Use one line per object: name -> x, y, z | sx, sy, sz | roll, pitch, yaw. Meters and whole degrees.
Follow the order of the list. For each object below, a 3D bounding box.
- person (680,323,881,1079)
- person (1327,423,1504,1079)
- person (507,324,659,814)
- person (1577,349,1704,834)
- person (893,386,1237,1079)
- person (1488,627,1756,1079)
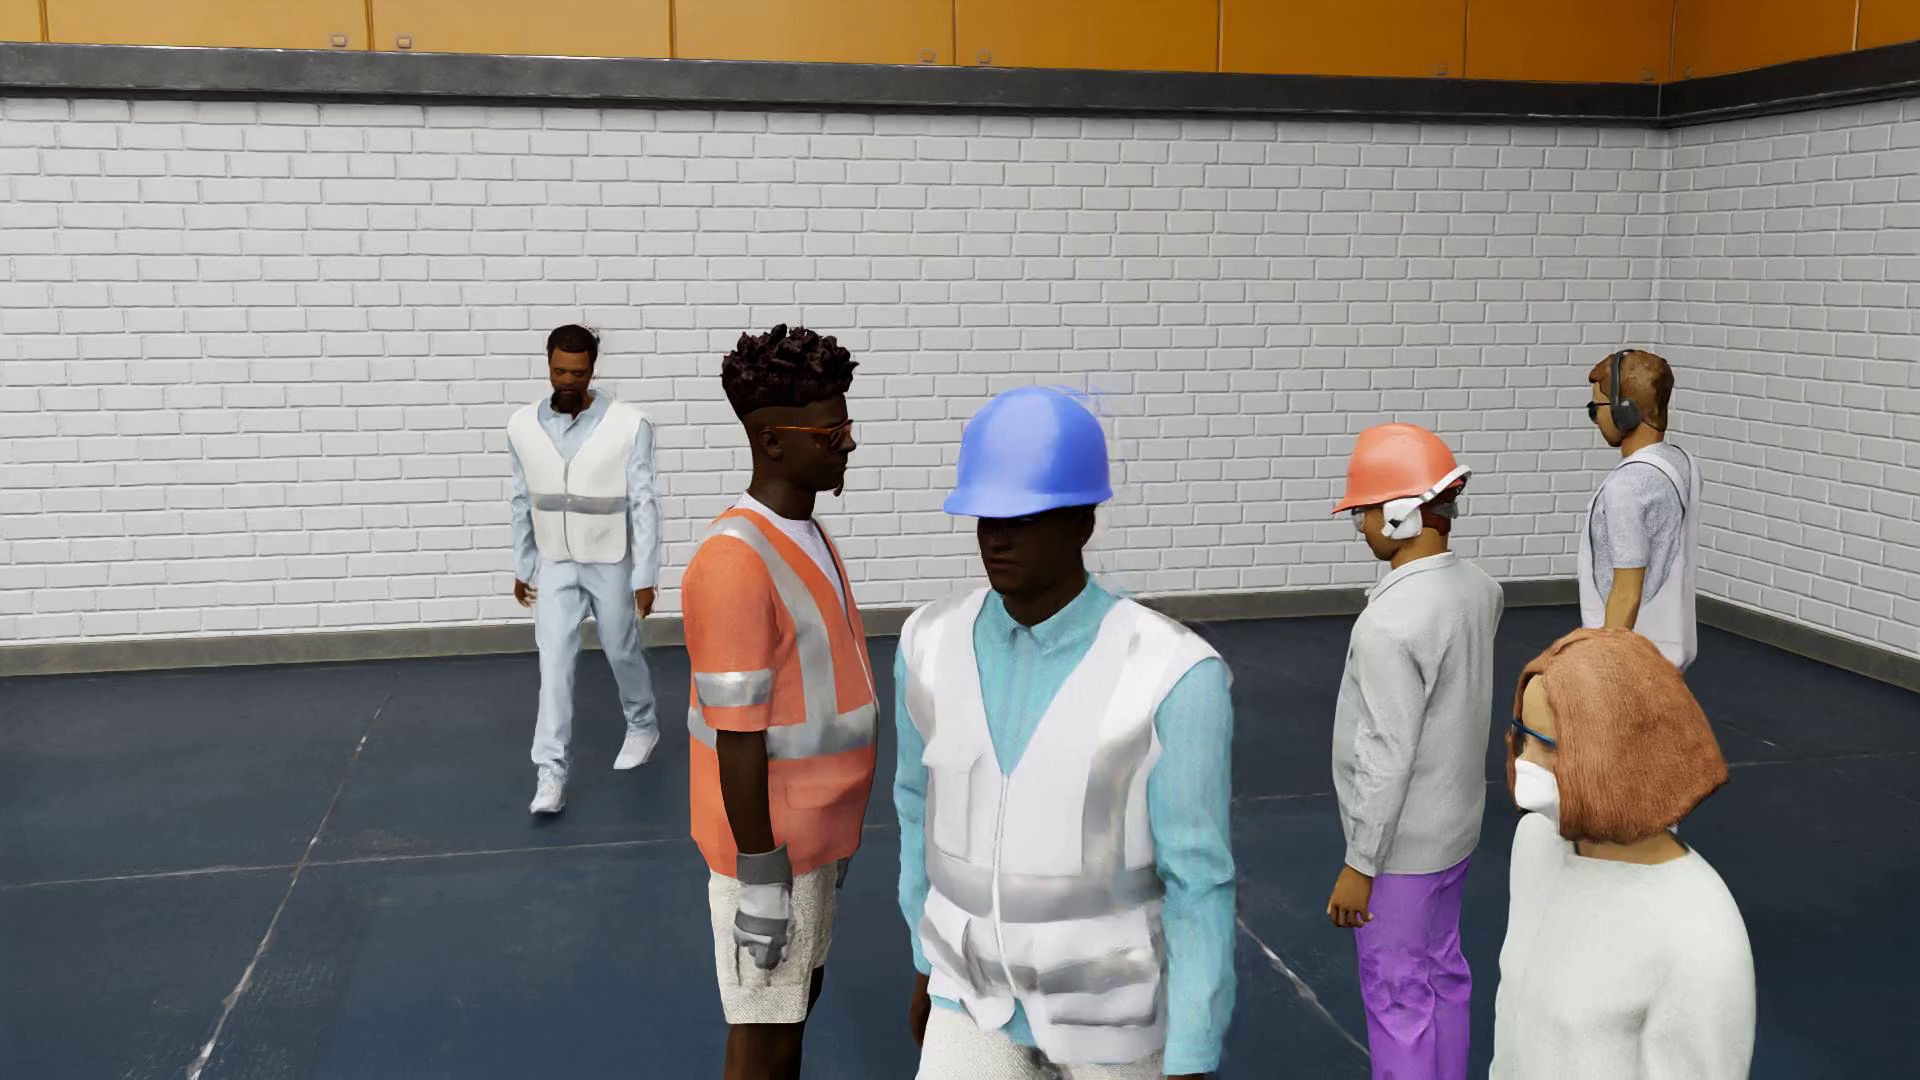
person -> -0.336, 0.562, 3.278 | 0.368, 1.966, 0.602 | 1, 9, 6
person -> 0.955, 0.615, 3.627 | 0.335, 1.743, 0.561 | 7, 11, 35
person -> -1.466, 0.089, 6.526 | 0.643, 1.868, 1.023 | 1, 9, 6
person -> 1.944, 0.368, 4.847 | 0.344, 1.839, 0.504 | 8, 12, 40
person -> 0.133, 0.709, 2.608 | 0.632, 1.894, 0.987 | 5, 11, 30
person -> 0.822, 0.913, 2.177 | 0.272, 1.627, 0.502 | -1, 9, -6
